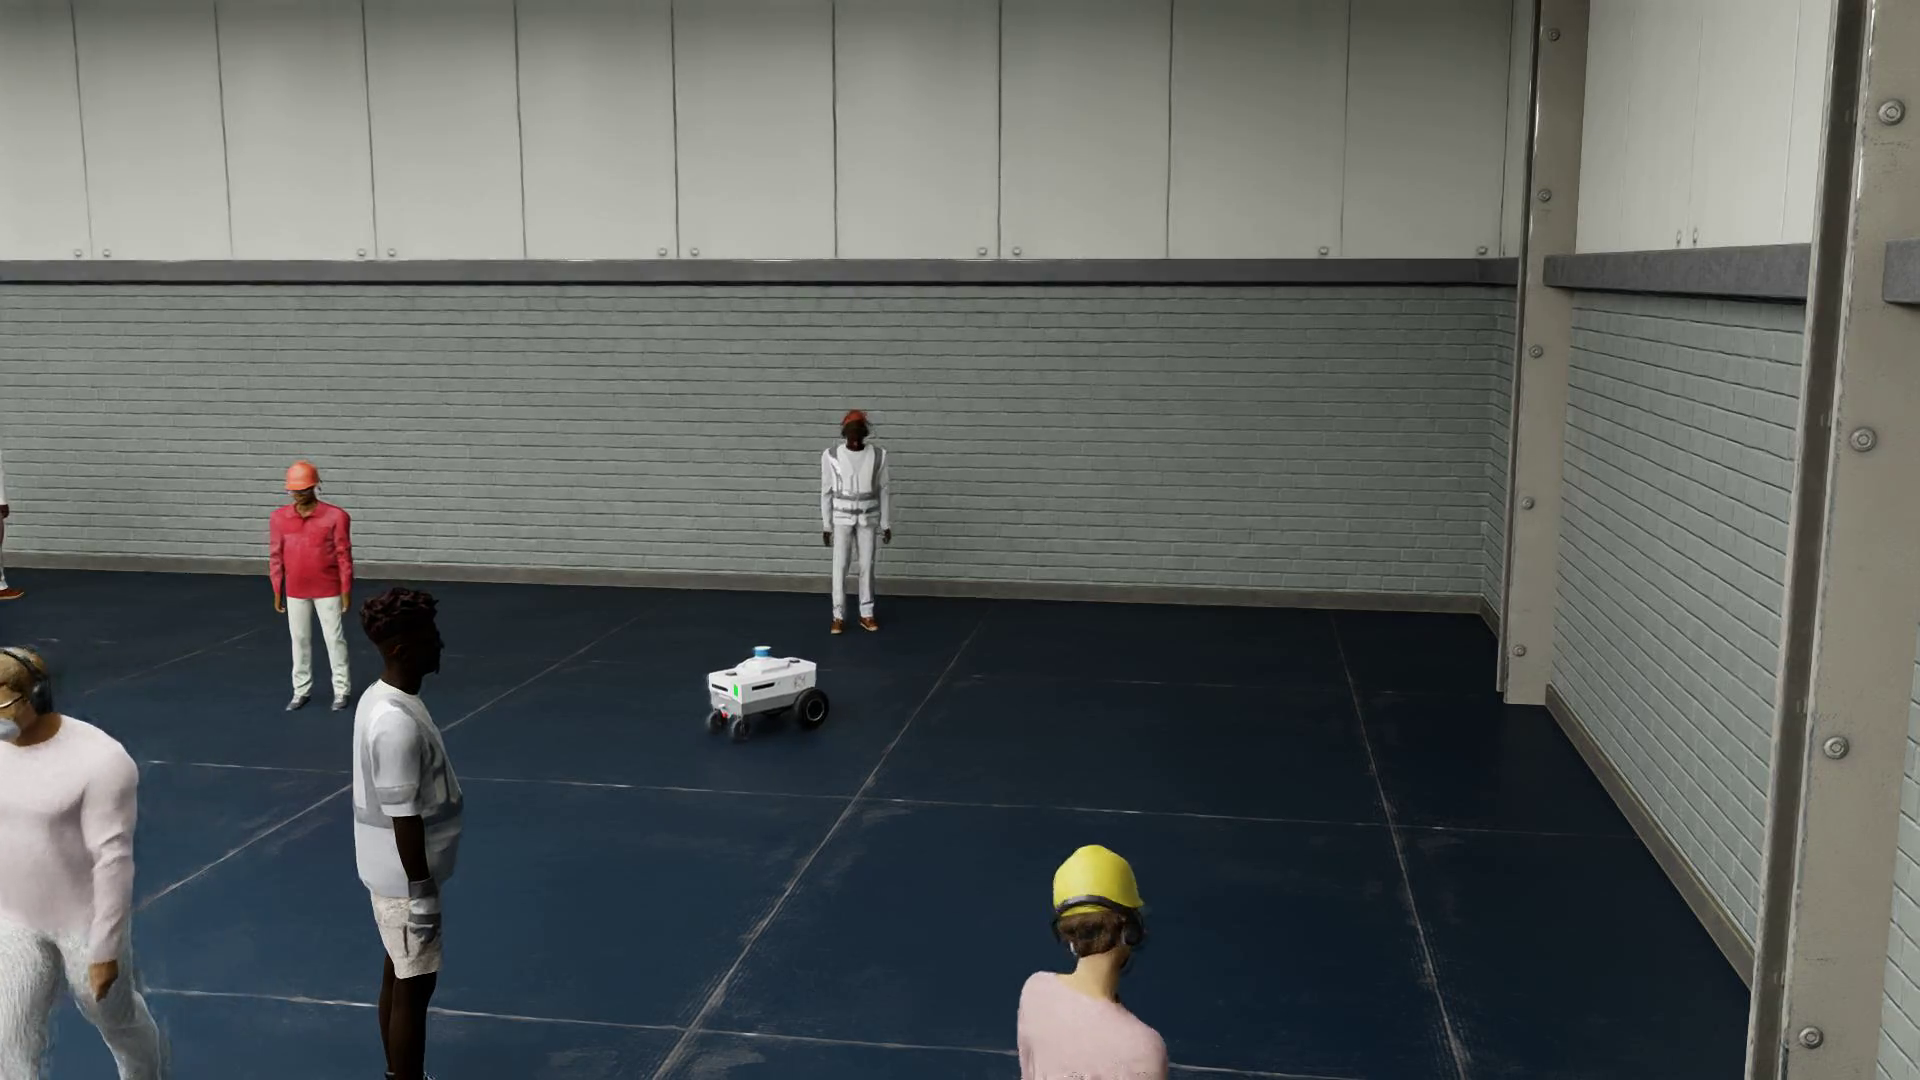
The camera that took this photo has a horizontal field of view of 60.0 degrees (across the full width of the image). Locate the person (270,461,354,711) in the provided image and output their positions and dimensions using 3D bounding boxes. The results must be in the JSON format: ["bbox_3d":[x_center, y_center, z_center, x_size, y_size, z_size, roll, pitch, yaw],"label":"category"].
[{"bbox_3d":[-4.460,0.320,11.440,0.570,1.743,0.351,0,9,-1],"label":"person"}]

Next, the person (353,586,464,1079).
[{"bbox_3d":[-1.900,1.127,5.771,0.367,1.966,0.607,-4,10,-24],"label":"person"}]

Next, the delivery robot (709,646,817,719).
[{"bbox_3d":[-1.297,0.943,10.961,0.707,0.478,0.477,-9,13,-42],"label":"delivery robot"}]

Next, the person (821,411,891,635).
[{"bbox_3d":[-0.866,-0.136,13.902,0.586,1.871,0.548,-2,9,-11],"label":"person"}]

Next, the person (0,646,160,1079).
[{"bbox_3d":[-2.923,1.249,5.305,0.637,1.870,1.047,1,9,6],"label":"person"}]

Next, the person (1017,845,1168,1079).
[{"bbox_3d":[0.333,1.575,3.761,0.367,1.720,0.684,-4,10,-25],"label":"person"}]

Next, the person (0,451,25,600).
[{"bbox_3d":[-8.982,-0.380,15.323,0.584,1.882,0.348,5,10,26],"label":"person"}]
